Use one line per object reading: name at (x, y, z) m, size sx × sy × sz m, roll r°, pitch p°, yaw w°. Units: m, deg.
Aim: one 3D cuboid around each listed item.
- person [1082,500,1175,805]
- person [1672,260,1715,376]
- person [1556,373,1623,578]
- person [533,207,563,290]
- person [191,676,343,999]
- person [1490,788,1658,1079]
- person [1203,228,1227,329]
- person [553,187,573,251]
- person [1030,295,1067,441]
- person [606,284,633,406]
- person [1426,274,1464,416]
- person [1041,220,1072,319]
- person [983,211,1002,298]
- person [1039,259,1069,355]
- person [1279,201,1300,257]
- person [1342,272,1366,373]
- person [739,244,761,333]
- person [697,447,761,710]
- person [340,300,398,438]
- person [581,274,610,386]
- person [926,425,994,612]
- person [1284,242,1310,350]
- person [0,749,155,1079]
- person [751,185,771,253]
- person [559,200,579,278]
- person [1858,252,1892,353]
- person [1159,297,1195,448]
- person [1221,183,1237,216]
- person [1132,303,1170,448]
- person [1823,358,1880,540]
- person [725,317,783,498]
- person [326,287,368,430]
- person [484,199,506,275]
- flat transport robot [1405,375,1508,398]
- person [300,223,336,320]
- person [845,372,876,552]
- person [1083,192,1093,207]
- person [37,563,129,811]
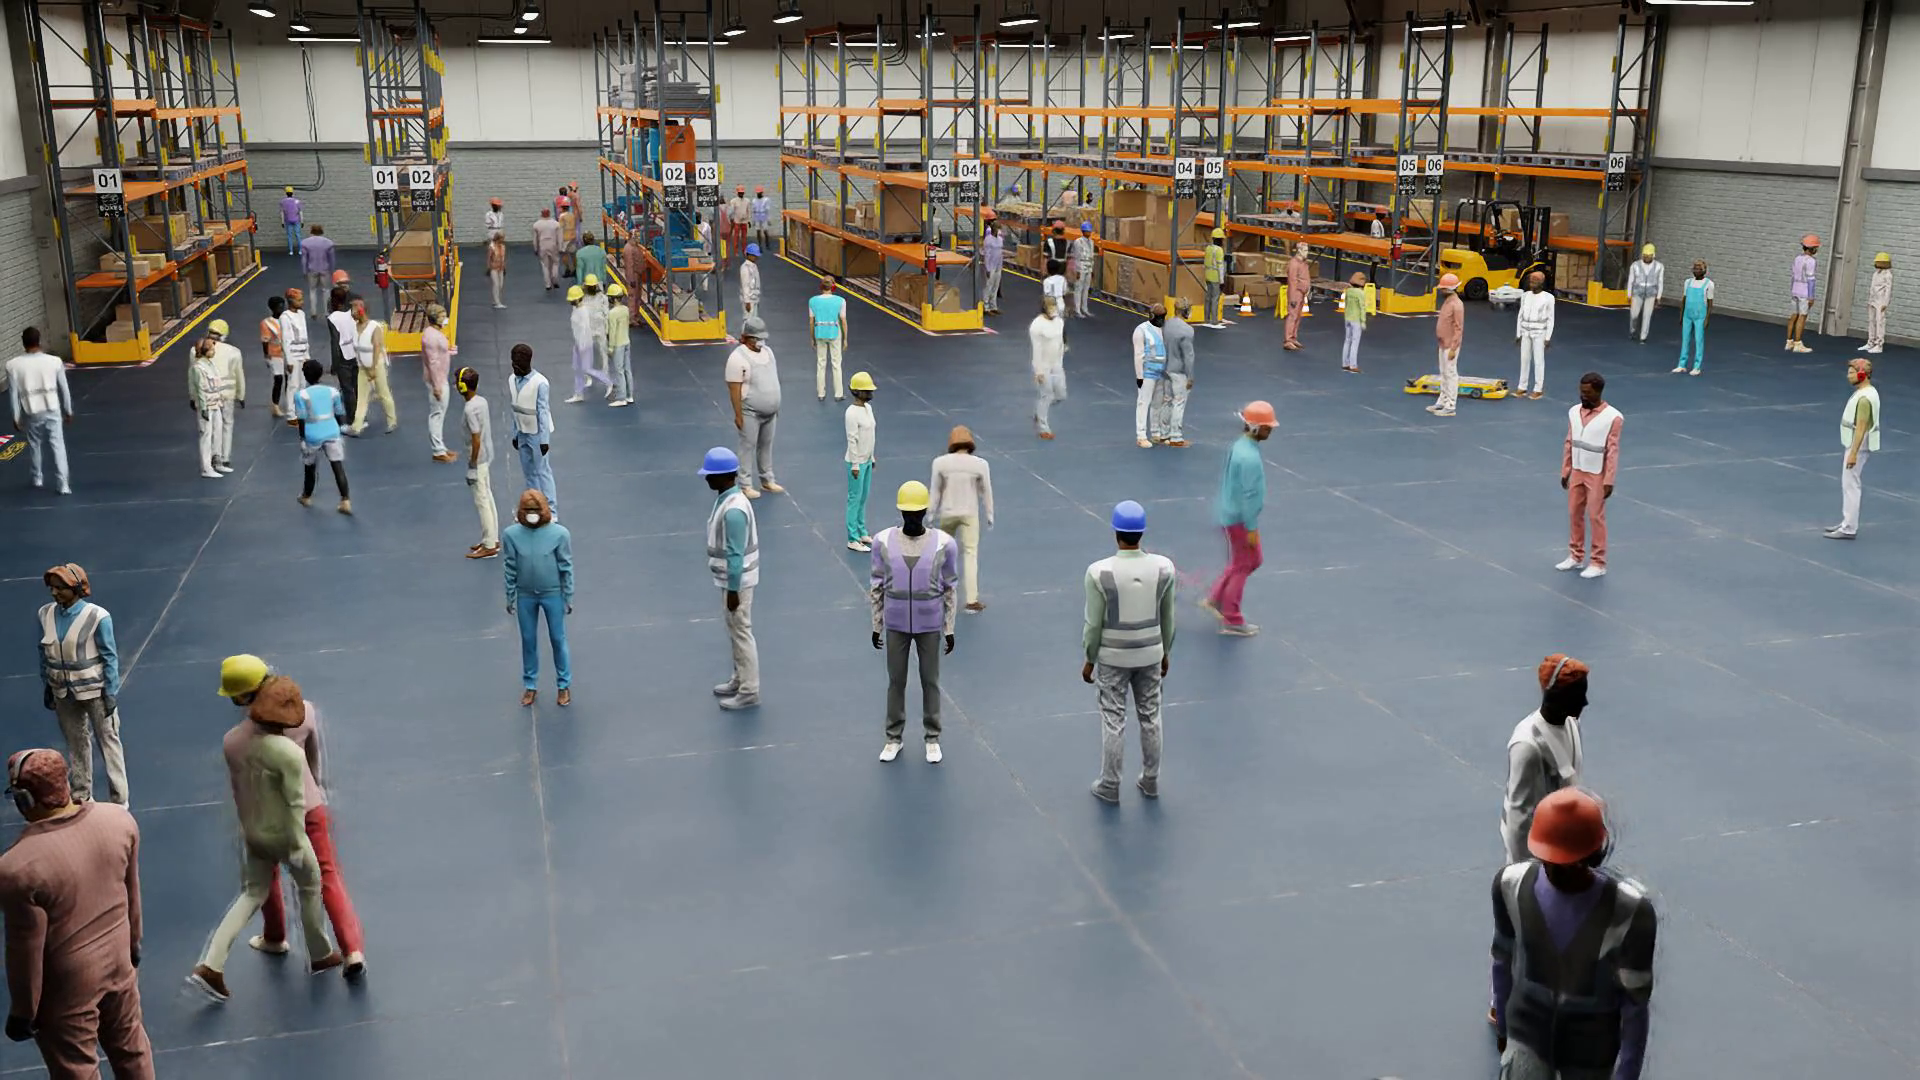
person at (1.049, 0.710, 10.440) m, size 0.605 × 1.948 × 0.403 m, roll -4°, pitch 15°, yaw -15°
person at (11.817, -3.575, 26.765) m, size 0.339 × 1.845 × 0.514 m, roll -11°, pitch 19°, yaw -37°
person at (5.888, -0.619, 15.530) m, size 0.388 × 1.905 × 0.601 m, roll -7°, pitch 17°, yaw -26°
person at (-9.620, -6.819, 38.885) m, size 0.673 × 1.881 × 0.785 m, roll -2°, pitch 15°, yaw -9°
person at (-3.451, 1.477, 8.211) m, size 0.501 × 1.602 × 0.749 m, roll 9°, pitch 17°, yaw 31°
person at (2.281, 1.810, 6.219) m, size 0.629 × 2.006 × 0.959 m, roll 10°, pitch 18°, yaw 34°
person at (4.948, -5.062, 32.201) m, size 0.372 × 1.925 × 0.596 m, roll -6°, pitch 16°, yaw -21°
person at (-11.544, -9.369, 48.574) m, size 0.619 × 1.845 × 0.430 m, roll 7°, pitch 16°, yaw 24°
person at (1.128, -2.227, 21.575) m, size 0.489 × 1.913 × 0.637 m, roll 13°, pitch 20°, yaw 41°
person at (-4.944, -2.815, 24.057) m, size 0.310 × 1.769 × 0.523 m, roll 4°, pitch 15°, yaw 15°
person at (6.839, -2.738, 23.344) m, size 0.391 × 1.986 × 0.609 m, roll 0°, pitch 15°, yaw -2°
person at (1.971, -5.352, 33.154) m, size 0.620 × 2.012 × 0.771 m, roll -8°, pitch 17°, yaw -26°
person at (0.704, -6.350, 37.052) m, size 0.383 × 1.928 × 0.553 m, roll 10°, pitch 18°, yaw 32°
person at (1.606, -3.961, 28.534) m, size 0.373 × 1.684 × 0.539 m, roll 13°, pitch 20°, yaw 40°
person at (8.822, -8.215, 44.506) m, size 0.577 × 1.708 × 0.686 m, roll 3°, pitch 15°, yaw 10°
person at (6.420, -3.542, 27.063) m, size 0.287 × 1.629 × 0.501 m, roll -6°, pitch 16°, yaw -22°
person at (-3.601, -4.138, 28.709) m, size 0.410 × 1.936 × 0.603 m, roll 2°, pitch 15°, yaw 8°
person at (-1.674, 0.271, 12.128) m, size 0.421 × 1.938 × 0.605 m, roll -4°, pitch 15°, yaw -14°
person at (-7.817, -2.246, 21.878) m, size 0.560 × 1.782 × 0.911 m, roll 7°, pitch 16°, yaw 25°
person at (-5.654, -3.238, 25.709) m, size 0.484 × 1.736 × 0.321 m, roll -2°, pitch 15°, yaw -8°
person at (0.001, -0.208, 14.597) m, size 0.584 × 1.576 × 0.827 m, roll 0°, pitch 15°, yaw 1°
person at (6.001, -4.321, 29.483) m, size 0.398 × 1.898 × 0.636 m, roll 7°, pitch 16°, yaw 25°
person at (-3.571, 1.732, 6.689) m, size 0.406 × 1.903 × 0.639 m, roll 5°, pitch 16°, yaw 17°
person at (-5.746, -9.260, 48.001) m, size 0.567 × 1.925 × 0.427 m, roll 3°, pitch 15°, yaw 10°
person at (-9.729, -7.476, 41.304) m, size 0.446 × 1.914 × 0.572 m, roll 12°, pitch 19°, yaw 37°
person at (16.090, -4.164, 29.175) m, size 0.316 × 1.742 × 0.492 m, roll 0°, pitch 15°, yaw -1°
person at (2.765, -2.123, 21.151) m, size 0.384 × 1.928 × 0.635 m, roll -8°, pitch 17°, yaw -28°
person at (7.837, -9.543, 49.033) m, size 0.606 × 1.943 × 0.403 m, roll 3°, pitch 15°, yaw 12°
person at (2.490, -2.108, 21.263) m, size 0.621 × 1.838 × 0.429 m, roll -11°, pitch 19°, yaw -37°
person at (9.053, -0.915, 16.786) m, size 0.402 × 1.830 × 0.580 m, roll 7°, pitch 17°, yaw 25°
person at (-2.255, -1.489, 18.540) m, size 0.535 × 2.000 × 0.685 m, roll 10°, pitch 18°, yaw 34°
person at (-8.214, -2.425, 22.297) m, size 0.398 × 1.920 × 0.589 m, roll 5°, pitch 16°, yaw 18°
person at (-11.795, -7.643, 42.024) m, size 0.412 × 1.882 × 0.720 m, roll 8°, pitch 17°, yaw 29°
flat transport robot at (7.489, -2.322, 25.067) m, size 1.431 × 0.197 × 0.652 m, roll 6°, pitch 16°, yaw 21°
person at (-12.877, -5.391, 33.440) m, size 0.641 × 1.933 × 0.388 m, roll -6°, pitch 16°, yaw -22°
person at (-0.963, -0.777, 16.388) m, size 0.309 × 1.769 × 0.524 m, roll 4°, pitch 15°, yaw 15°
person at (3.494, -8.601, 45.635) m, size 0.309 × 1.868 × 0.535 m, roll 6°, pitch 16°, yaw 22°
person at (-5.375, 0.935, 10.185) m, size 0.514 × 1.641 × 0.307 m, roll 3°, pitch 15°, yaw 10°
